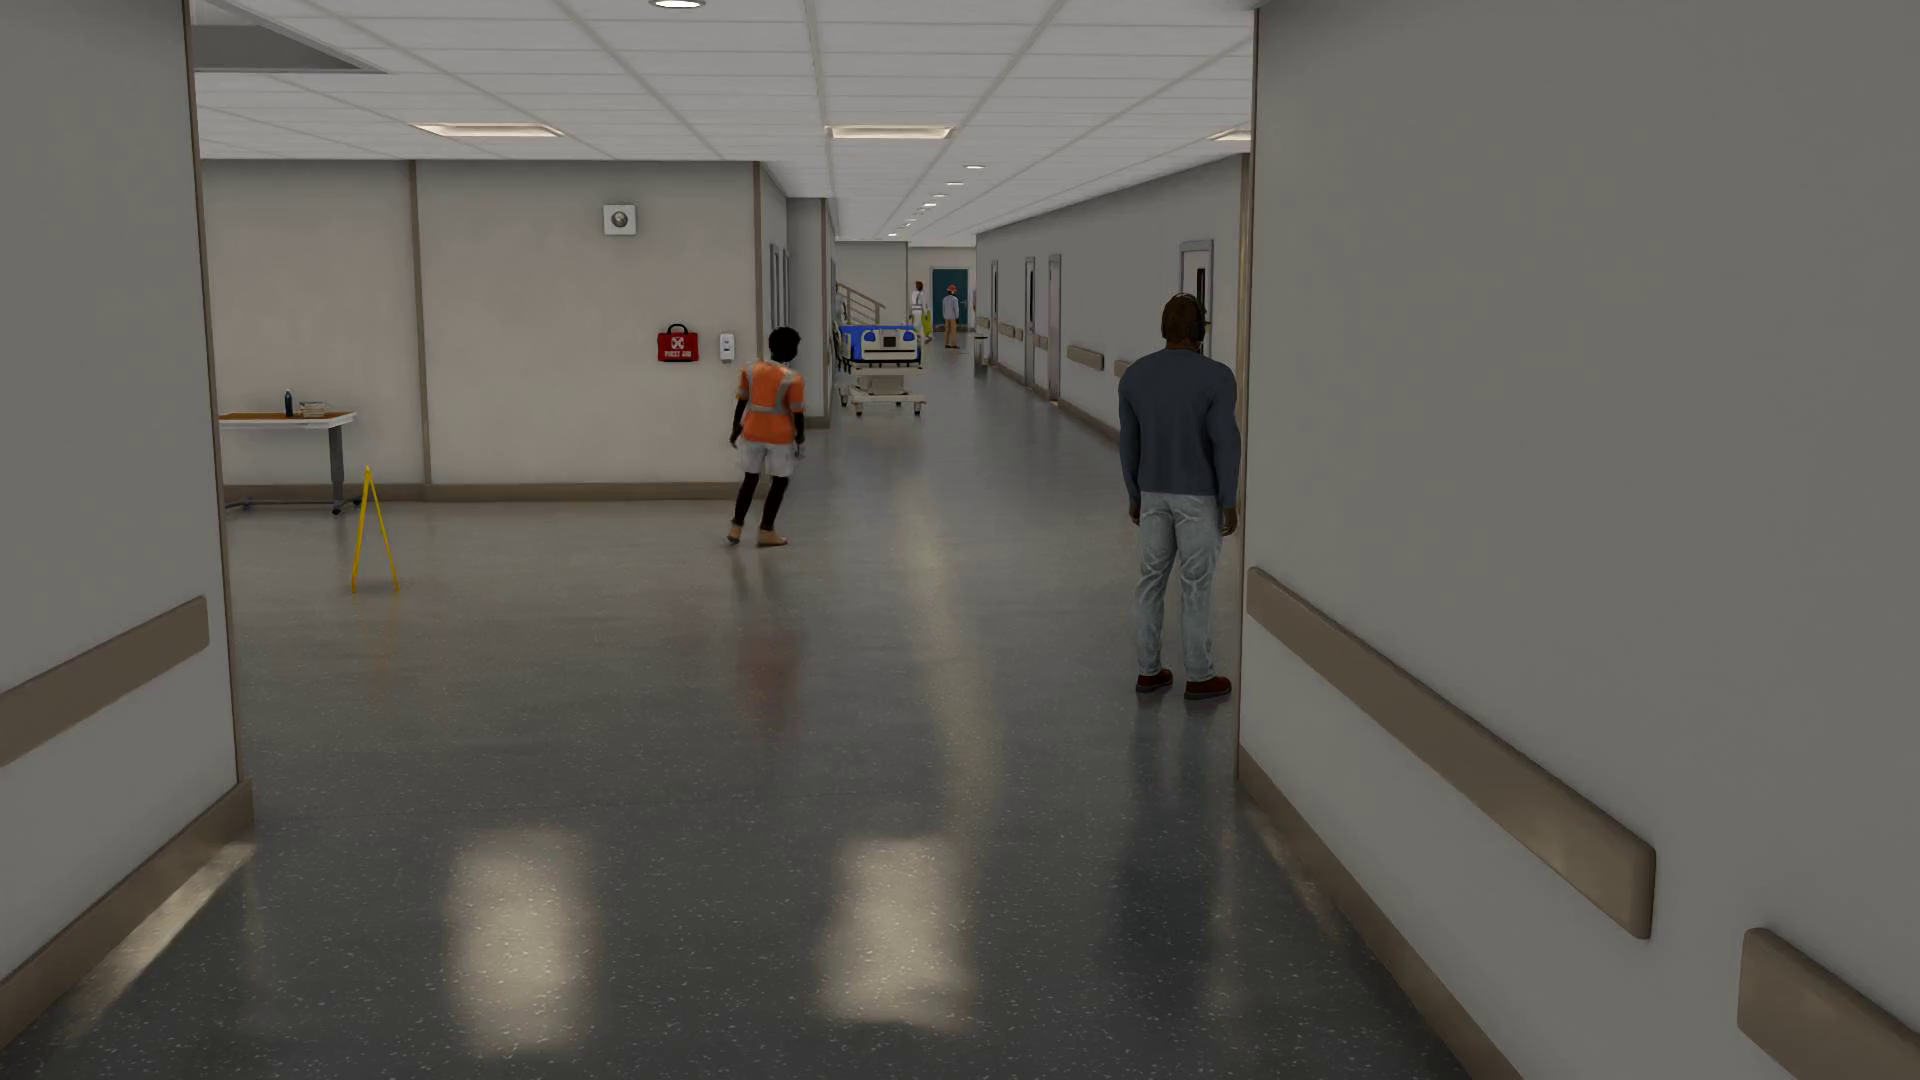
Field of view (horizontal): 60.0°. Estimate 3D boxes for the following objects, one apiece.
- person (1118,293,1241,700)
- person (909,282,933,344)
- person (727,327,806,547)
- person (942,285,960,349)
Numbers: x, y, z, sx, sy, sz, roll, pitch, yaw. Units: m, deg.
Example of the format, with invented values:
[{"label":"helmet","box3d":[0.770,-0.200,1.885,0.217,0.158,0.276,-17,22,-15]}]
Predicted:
[{"label":"person","box3d":[1.052,-0.204,7.958,0.631,1.940,0.372,7,11,36]},{"label":"person","box3d":[-1.148,-6.580,48.307,0.972,1.828,0.614,-6,11,-35]},{"label":"person","box3d":[-1.429,-0.758,12.352,0.641,1.646,0.343,4,10,23]},{"label":"person","box3d":[-0.232,-6.159,45.919,0.564,1.753,0.336,9,13,44]}]
